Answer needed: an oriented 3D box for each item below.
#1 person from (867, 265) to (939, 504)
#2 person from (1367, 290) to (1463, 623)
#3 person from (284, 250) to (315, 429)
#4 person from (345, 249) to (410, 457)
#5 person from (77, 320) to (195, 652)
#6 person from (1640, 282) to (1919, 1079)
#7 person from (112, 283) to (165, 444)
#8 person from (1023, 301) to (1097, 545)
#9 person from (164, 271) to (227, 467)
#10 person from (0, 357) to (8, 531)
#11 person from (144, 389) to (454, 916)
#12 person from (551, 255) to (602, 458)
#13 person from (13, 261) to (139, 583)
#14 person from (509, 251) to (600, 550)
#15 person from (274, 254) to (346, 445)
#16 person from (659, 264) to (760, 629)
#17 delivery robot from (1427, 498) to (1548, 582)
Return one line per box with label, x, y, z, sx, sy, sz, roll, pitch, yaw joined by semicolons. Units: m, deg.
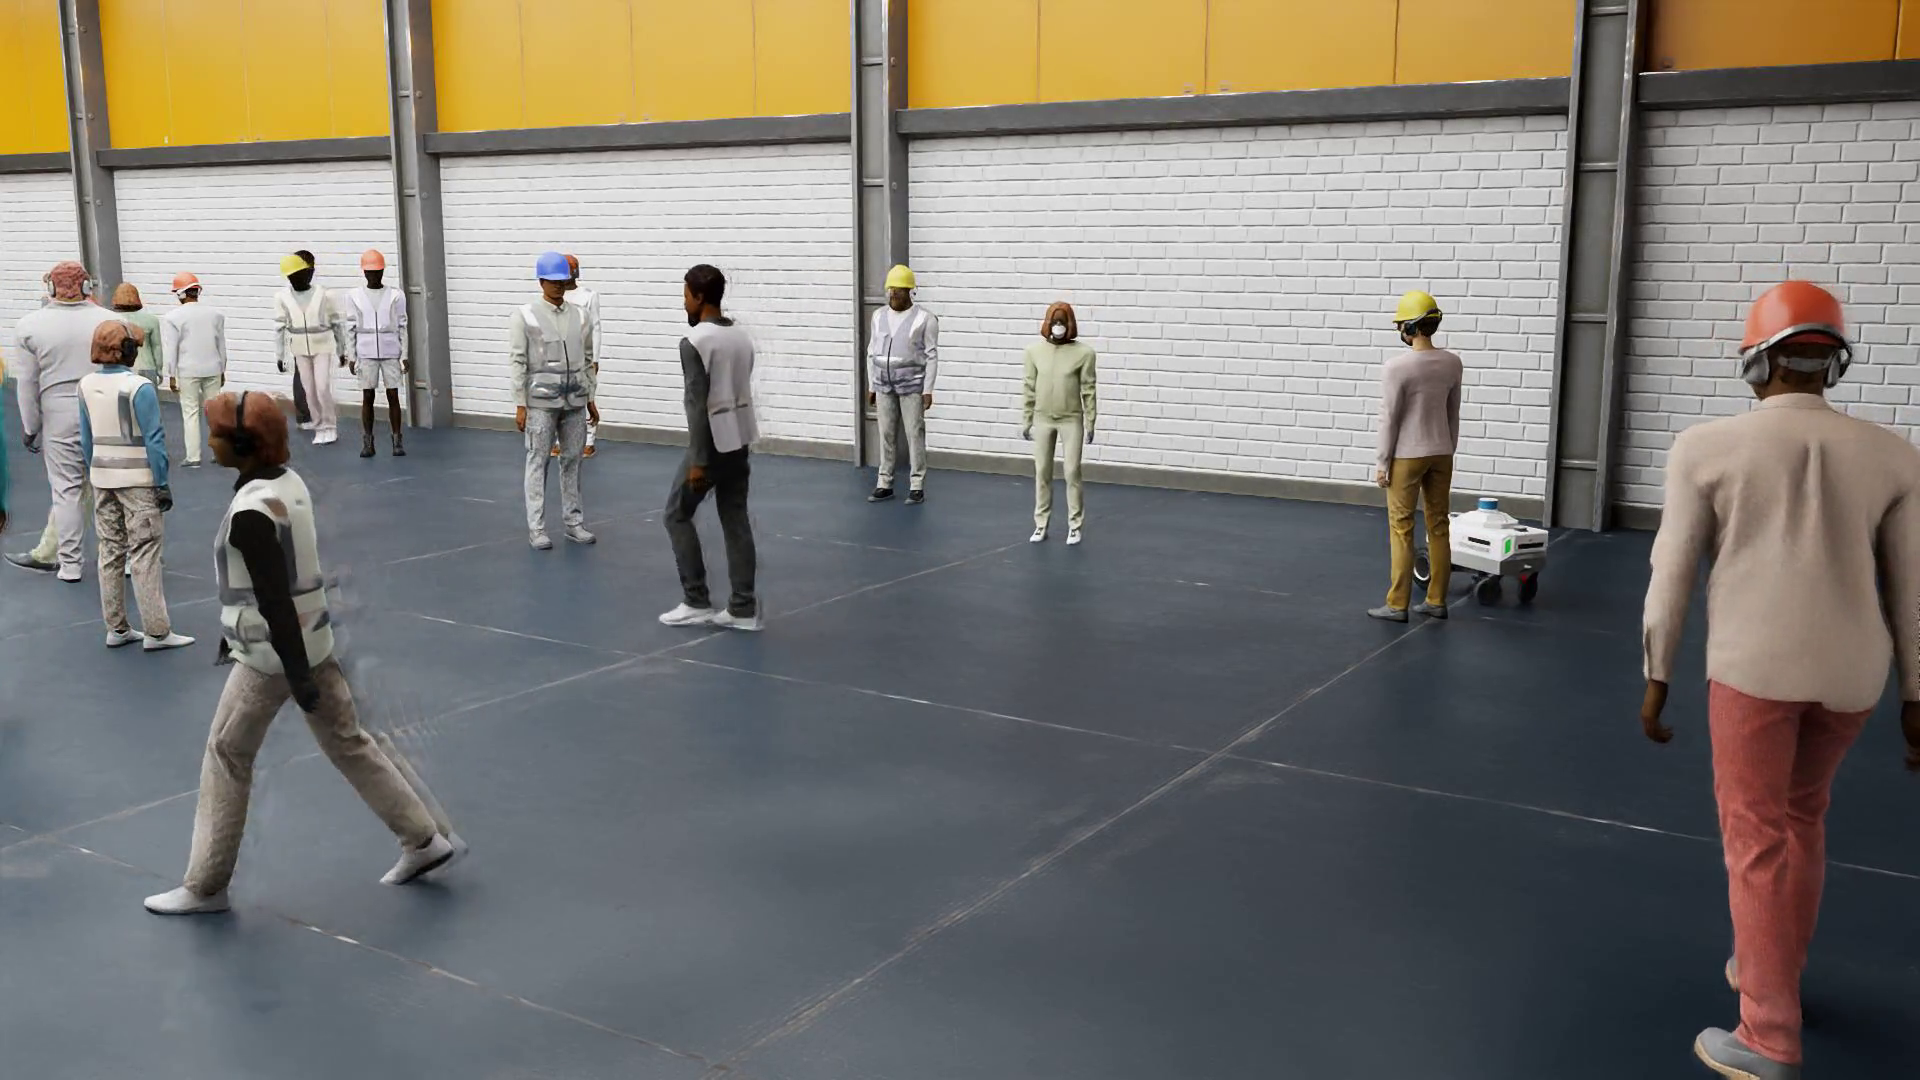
person;-0.462;-1.191;12.797;0.586;1.836;0.404;5;11;24
person;2.416;-0.436;8.836;0.524;1.761;0.339;-5;11;-24
person;-7.062;-2.151;17.900;0.390;1.916;0.587;-7;12;-32
person;-5.437;-1.738;15.550;0.552;1.934;0.363;-3;11;-17
person;-4.098;-0.261;8.197;0.513;1.637;0.309;4;11;22
person;2.049;0.347;4.098;0.660;1.930;0.776;1;10;4
person;-7.523;-1.517;15.163;0.497;1.634;0.279;-7;13;-36
person;0.664;-0.774;11.086;0.504;1.629;0.290;4;11;19
person;-6.844;-1.522;14.890;0.351;1.743;0.567;8;13;37
person;-4.249;-0.164;6.912;0.428;1.911;0.593;6;12;31
person;-2.005;0.334;5.017;0.868;1.595;0.506;-1;10;-5
person;-3.625;-1.704;15.509;0.580;1.883;0.352;2;11;13
person;-5.217;-0.698;9.892;0.653;1.899;0.405;-6;12;-30
person;-2.660;-0.918;10.972;0.614;1.945;0.404;-9;13;-40
person;-6.405;-1.864;16.393;0.601;1.878;0.619;-1;10;-6
person;-1.337;-0.478;8.668;0.677;1.890;0.607;5;11;24
delivery robot;2.997;0.004;9.468;0.477;0.478;0.707;-5;11;-25
